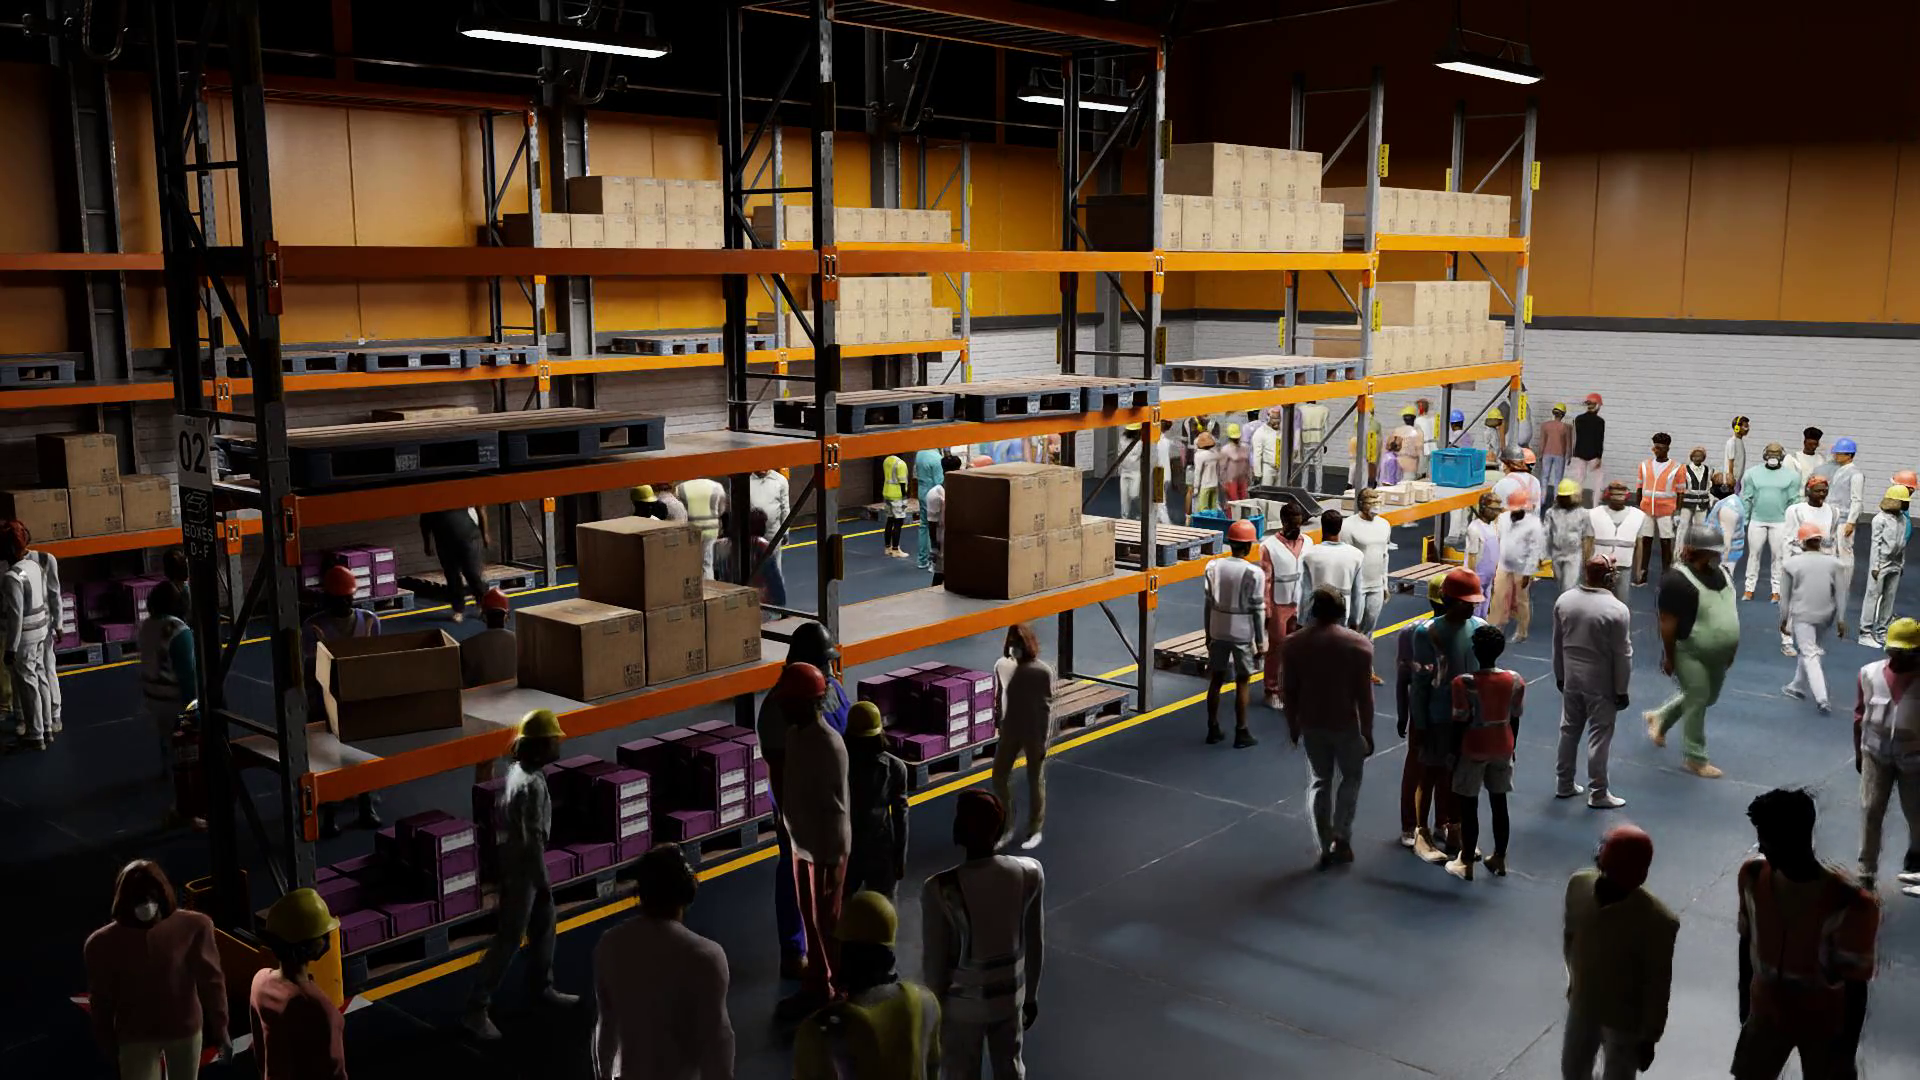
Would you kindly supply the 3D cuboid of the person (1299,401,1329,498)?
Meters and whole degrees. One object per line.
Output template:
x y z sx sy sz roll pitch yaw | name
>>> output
6.046 -1.667 28.605 0.598 1.915 0.378 -1 10 -5 | person

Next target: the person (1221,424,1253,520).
3.994 -0.844 24.264 0.551 1.729 0.513 -6 11 -32 | person

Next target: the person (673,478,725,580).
-3.043 -0.056 19.330 0.637 1.796 0.904 -2 10 -14 | person

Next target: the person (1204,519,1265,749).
2.314 0.784 13.968 0.548 1.927 0.411 7 12 36 | person

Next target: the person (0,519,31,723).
-8.391 0.708 14.688 0.566 1.835 0.386 -2 10 -14 | person

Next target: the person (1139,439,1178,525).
2.773 -0.818 23.876 0.521 1.799 0.903 -8 12 -39 | person

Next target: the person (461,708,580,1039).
-2.387 1.751 8.845 0.631 1.705 0.501 -3 10 -16 | person

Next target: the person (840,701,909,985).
-0.518 1.711 8.997 0.486 1.737 0.318 0 10 -1 | person

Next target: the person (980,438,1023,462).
0.581 -0.851 23.595 0.625 1.967 0.520 -2 10 -10 | person

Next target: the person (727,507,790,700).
-1.883 0.585 15.562 0.953 1.793 0.629 -7 12 -36 | person

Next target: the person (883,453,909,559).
-0.878 -0.584 22.832 0.320 1.687 0.539 -5 11 -29 | person

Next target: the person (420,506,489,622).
-5.699 -0.057 18.625 0.723 2.000 0.627 0 10 3 | person

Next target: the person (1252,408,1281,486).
4.676 -1.037 24.916 0.654 1.897 0.403 -6 11 -33 | person

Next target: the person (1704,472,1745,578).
8.158 0.183 17.828 0.429 1.836 0.631 4 10 25 | person

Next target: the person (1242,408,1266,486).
4.572 -1.216 25.939 0.592 1.912 0.399 -8 12 -39 | person

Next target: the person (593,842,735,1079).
-1.180 2.102 6.157 0.654 1.909 0.741 7 12 36 | person

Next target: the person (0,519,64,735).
-8.051 0.745 14.328 0.584 1.879 0.363 -3 10 -19 | person

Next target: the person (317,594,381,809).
-4.573 1.173 12.372 0.578 1.669 0.532 -5 11 -29 | person

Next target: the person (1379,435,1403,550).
6.089 -0.674 23.530 0.321 1.631 0.527 1 10 8 | person

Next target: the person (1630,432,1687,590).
8.679 -0.364 20.682 0.608 1.965 0.365 9 13 44 | person

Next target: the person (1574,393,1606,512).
10.186 -1.380 26.744 0.708 1.959 0.617 -6 11 -30 | person

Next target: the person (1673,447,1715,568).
9.713 -0.424 22.018 0.522 1.636 0.309 0 10 1 | person

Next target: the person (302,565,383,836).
-4.366 1.130 11.848 0.548 1.936 0.378 -6 11 -33 | person

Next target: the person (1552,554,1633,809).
4.752 1.044 12.453 0.403 1.906 0.651 -6 11 -30 | person

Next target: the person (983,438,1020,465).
0.478 -0.820 23.265 0.826 2.007 0.630 -7 12 -37 | person

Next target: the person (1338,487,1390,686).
3.860 0.451 15.900 0.630 1.940 0.373 -6 11 -30 | person

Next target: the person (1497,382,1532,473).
9.562 -1.722 28.567 0.682 2.000 0.537 -5 11 -30 | person

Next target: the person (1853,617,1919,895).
6.124 1.373 10.829 0.589 1.803 0.847 8 12 40 | person

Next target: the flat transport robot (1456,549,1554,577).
7.313 0.275 21.919 1.431 0.197 0.652 9 13 44 | flat transport robot

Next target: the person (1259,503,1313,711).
2.961 0.597 15.128 0.599 1.909 0.401 -6 11 -32 | person

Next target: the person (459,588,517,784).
-3.309 1.211 11.947 0.570 1.743 0.354 -3 10 -16 | person

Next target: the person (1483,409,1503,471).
8.449 -1.214 26.419 0.295 1.744 0.485 7 12 35 | person

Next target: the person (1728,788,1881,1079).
3.390 1.978 6.780 0.734 1.929 0.649 -7 12 -38 | person

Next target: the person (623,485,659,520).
-3.115 0.387 16.313 0.382 1.928 0.587 5 11 29 | person

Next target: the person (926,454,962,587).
-0.129 0.024 18.368 0.364 1.962 0.613 7 12 35 | person

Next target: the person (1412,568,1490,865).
3.334 1.185 11.241 0.606 2.036 0.406 -3 10 -20 | person

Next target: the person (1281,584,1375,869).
2.473 1.251 11.178 0.654 1.915 0.436 5 11 27 | person

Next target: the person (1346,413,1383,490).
5.818 -0.904 24.021 0.586 1.928 0.365 -6 11 -32 | person

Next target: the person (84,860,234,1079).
-3.354 2.116 6.996 0.516 1.589 0.868 -6 11 -30 | person

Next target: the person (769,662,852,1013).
-0.785 1.616 8.811 0.414 1.985 0.635 -5 11 -28 | person

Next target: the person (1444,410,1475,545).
7.162 -0.904 23.987 0.401 1.939 0.602 9 13 42 | person

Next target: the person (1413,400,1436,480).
7.595 -1.374 27.194 0.680 1.816 0.382 -9 13 -42 | person
